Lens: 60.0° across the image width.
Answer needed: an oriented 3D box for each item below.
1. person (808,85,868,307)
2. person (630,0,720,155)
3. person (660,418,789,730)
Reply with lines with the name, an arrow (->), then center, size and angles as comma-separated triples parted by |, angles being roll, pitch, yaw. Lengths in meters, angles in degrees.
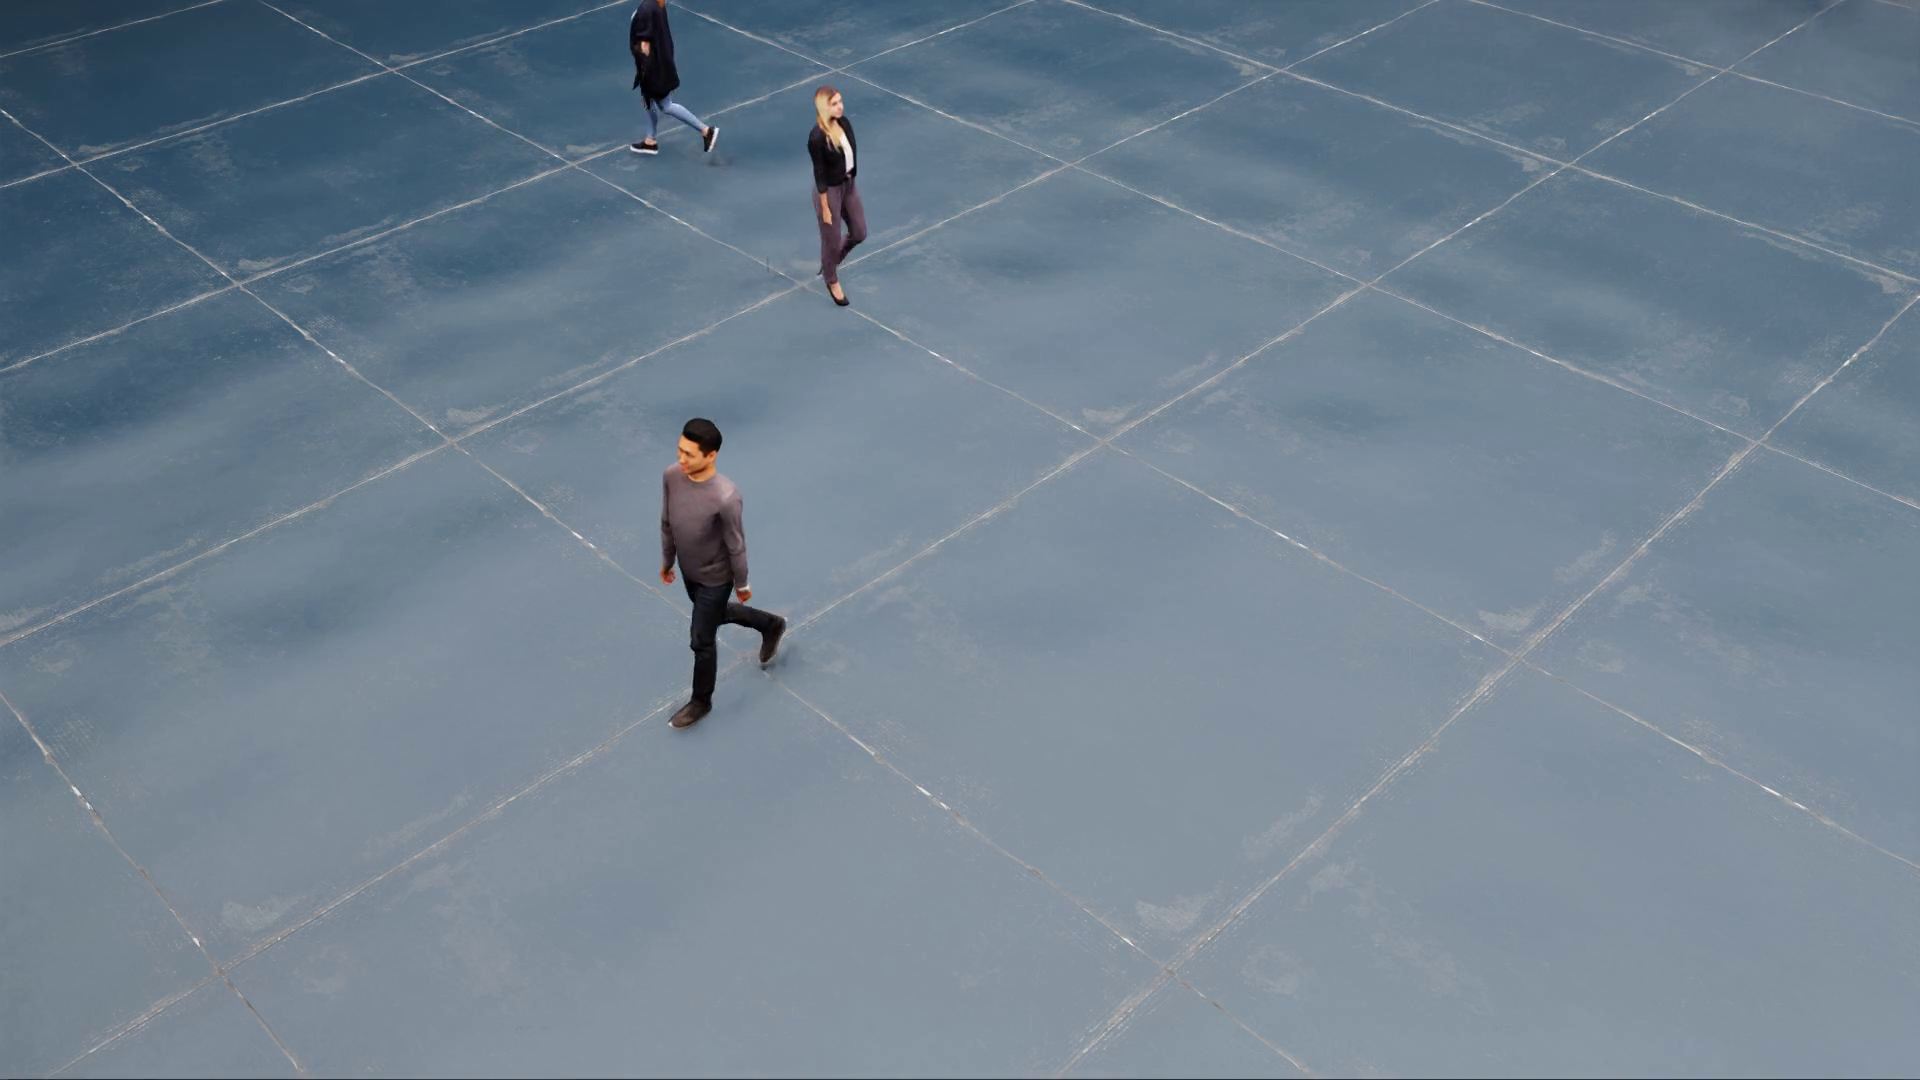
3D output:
person -> -0.955, -2.434, 11.795 | 0.700, 1.661, 0.595 | 23, 43, 27
person -> -2.430, -3.940, 13.777 | 1.066, 1.660, 1.080 | 5, 38, 7
person -> -1.205, 0.112, 8.377 | 1.070, 1.746, 0.640 | 31, 47, 34
